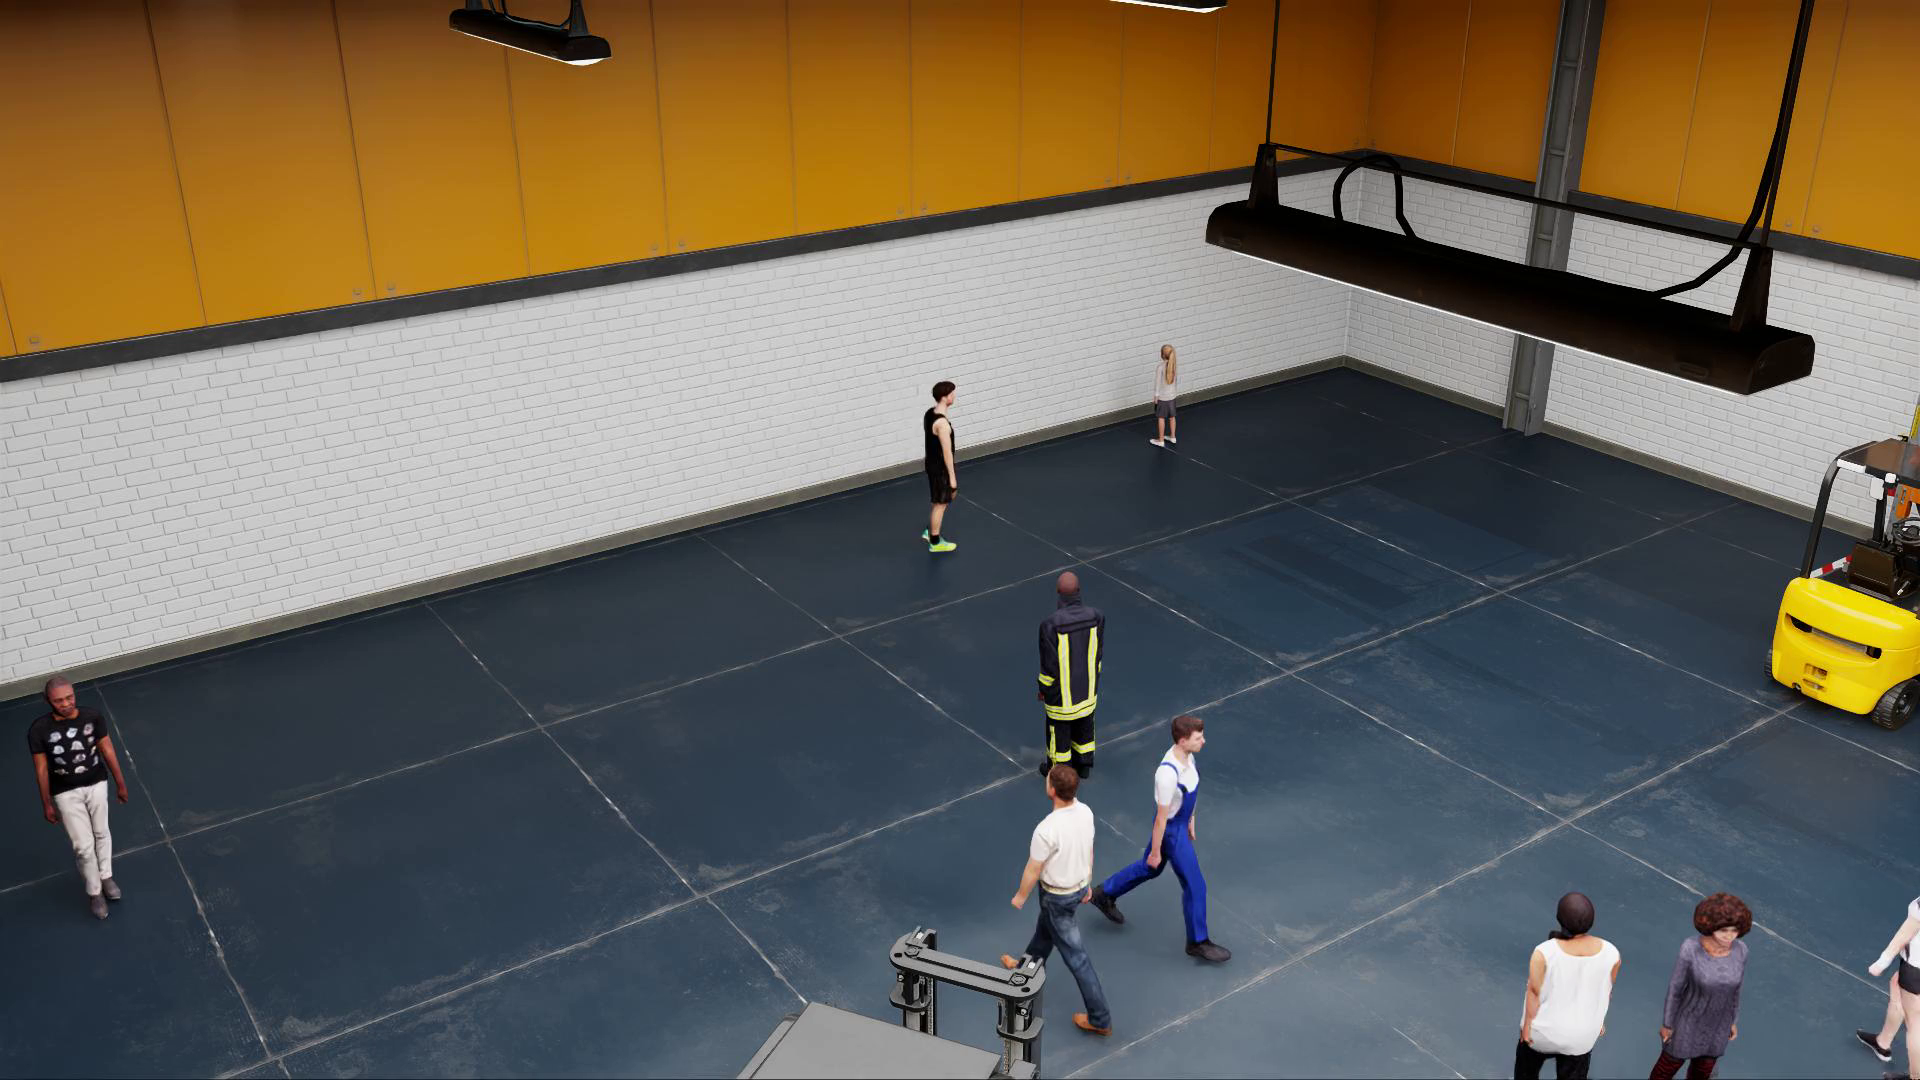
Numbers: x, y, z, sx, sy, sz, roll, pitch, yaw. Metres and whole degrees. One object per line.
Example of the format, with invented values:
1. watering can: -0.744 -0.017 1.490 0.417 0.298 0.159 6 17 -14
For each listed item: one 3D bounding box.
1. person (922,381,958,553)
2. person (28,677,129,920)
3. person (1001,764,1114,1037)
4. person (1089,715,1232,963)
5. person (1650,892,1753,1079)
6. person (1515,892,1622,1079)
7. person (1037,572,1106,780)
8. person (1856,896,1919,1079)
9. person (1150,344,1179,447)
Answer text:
1. person: -0.290 -0.746 17.374 0.858 1.881 0.713 -7 25 -16
2. person: -6.254 1.747 11.783 0.741 1.792 0.797 -21 31 -39
3. person: 0.715 2.307 10.487 1.291 1.804 0.885 20 30 38
4. person: 1.331 1.978 11.239 1.353 1.804 1.124 8 25 19
5. person: 4.246 2.763 9.562 0.667 1.709 0.685 0 24 -1
6. person: 3.463 2.800 9.540 1.020 1.659 1.140 1 24 2
7. person: 0.880 1.089 13.251 0.789 1.822 0.721 -11 26 -23
8. person: 5.823 2.598 9.911 0.638 1.731 0.838 -12 27 -26
9. person: 2.549 -1.801 20.546 0.496 1.274 0.511 -17 29 -33
